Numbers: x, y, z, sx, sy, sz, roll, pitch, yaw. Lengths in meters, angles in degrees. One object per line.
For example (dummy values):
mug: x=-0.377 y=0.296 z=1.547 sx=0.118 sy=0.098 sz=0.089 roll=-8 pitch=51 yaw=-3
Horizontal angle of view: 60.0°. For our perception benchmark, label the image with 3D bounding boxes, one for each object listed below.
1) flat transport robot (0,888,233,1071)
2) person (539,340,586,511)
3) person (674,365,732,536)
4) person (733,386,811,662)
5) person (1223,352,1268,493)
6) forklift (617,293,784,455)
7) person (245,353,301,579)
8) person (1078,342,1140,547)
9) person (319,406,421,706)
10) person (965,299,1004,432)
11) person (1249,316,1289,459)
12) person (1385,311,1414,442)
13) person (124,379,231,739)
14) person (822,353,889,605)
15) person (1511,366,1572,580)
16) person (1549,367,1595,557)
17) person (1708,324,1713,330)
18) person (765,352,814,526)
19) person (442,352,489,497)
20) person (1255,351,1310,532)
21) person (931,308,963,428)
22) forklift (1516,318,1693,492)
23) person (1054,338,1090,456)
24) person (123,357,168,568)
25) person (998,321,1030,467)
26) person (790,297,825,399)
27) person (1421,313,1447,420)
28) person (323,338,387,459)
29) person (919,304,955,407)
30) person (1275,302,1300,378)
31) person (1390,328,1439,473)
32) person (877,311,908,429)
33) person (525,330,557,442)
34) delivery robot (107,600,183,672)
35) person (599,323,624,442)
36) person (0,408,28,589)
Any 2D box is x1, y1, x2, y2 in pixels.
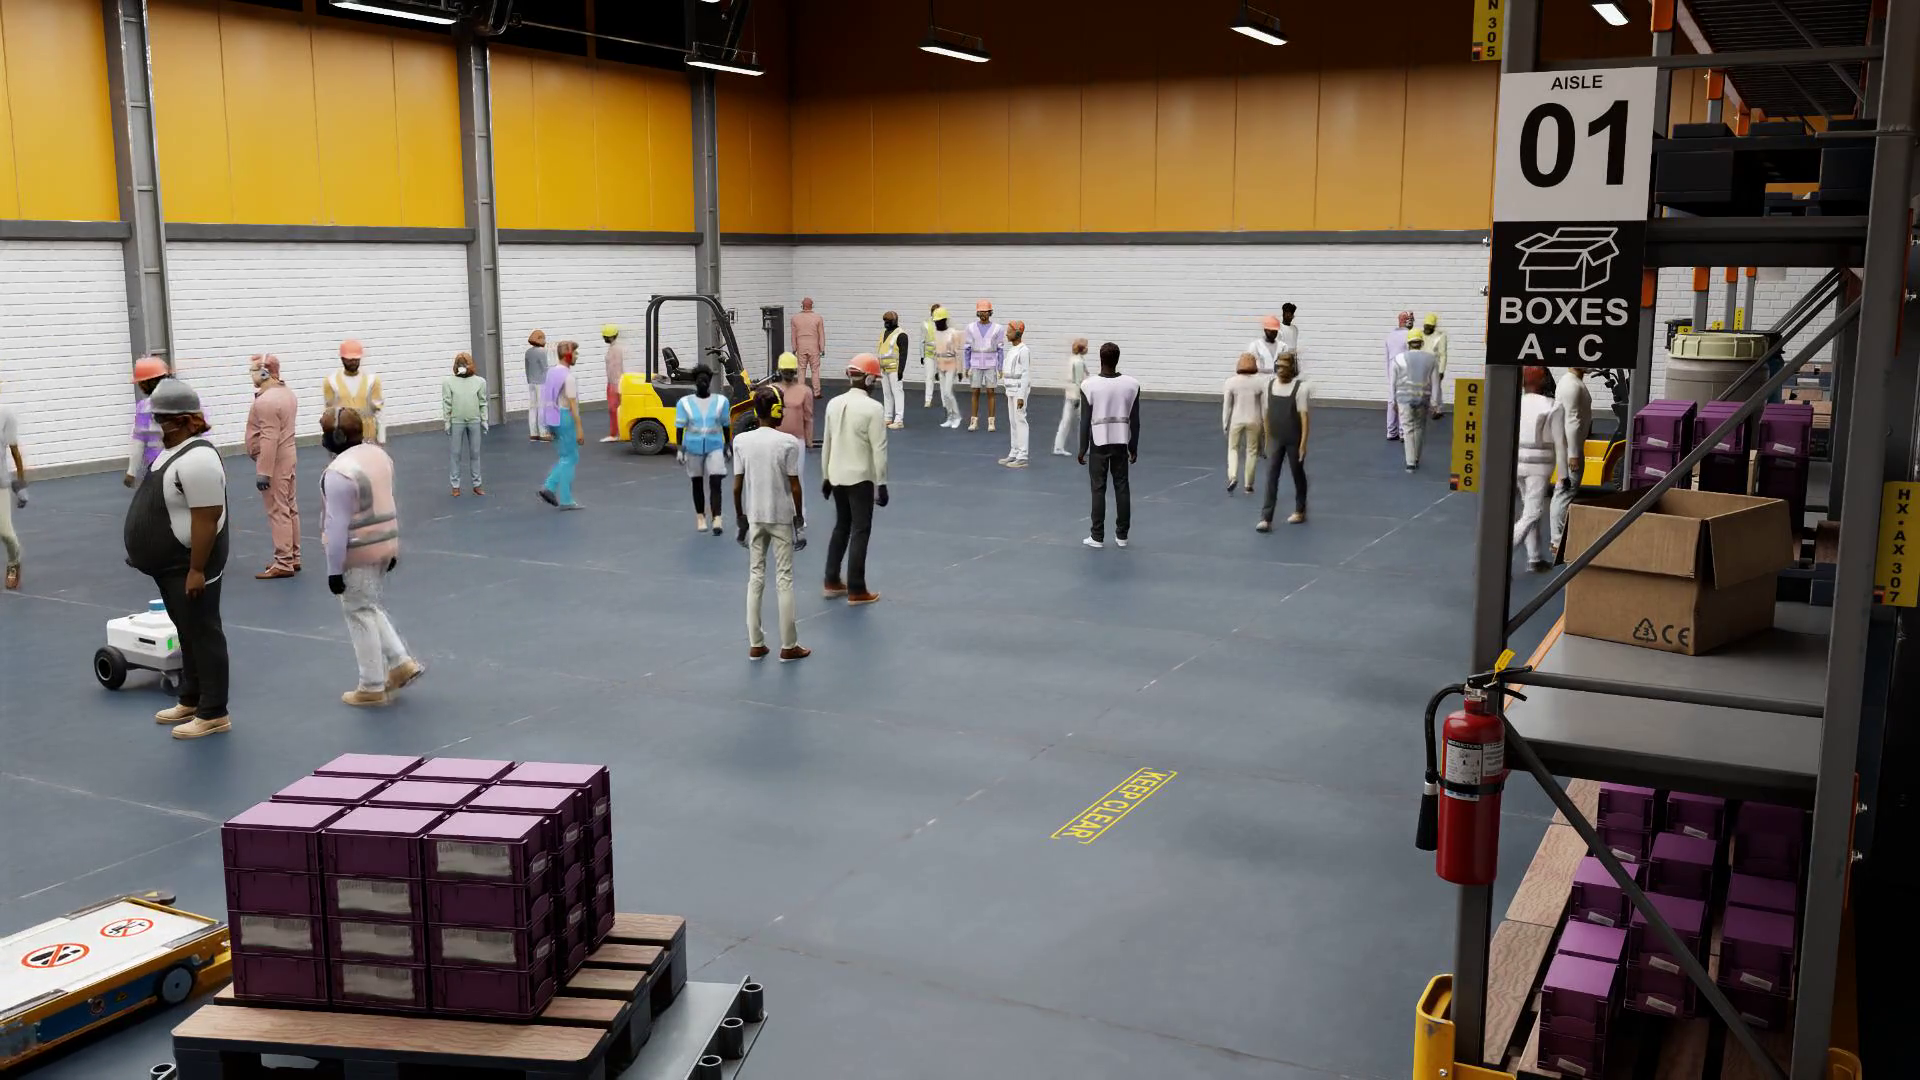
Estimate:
flat transport robot: x=-3.284 y=1.601 z=5.923 sx=0.652 sy=0.197 sz=1.431 roll=5 pitch=11 yaw=27
person: x=-4.204 y=-1.207 z=17.688 sx=0.439 sy=1.825 sz=0.599 roll=-6 pitch=12 yaw=-32
person: x=-2.485 y=-0.858 z=16.128 sx=0.556 sy=1.652 sz=0.846 roll=-2 pitch=10 yaw=-10
person: x=-1.275 y=-0.107 z=11.211 sx=0.518 sy=1.865 sz=0.330 roll=3 pitch=10 yaw=18
person: x=3.259 y=-1.325 z=18.945 sx=0.521 sy=1.628 sz=0.427 roll=2 pitch=10 yaw=12
forklift: x=-3.588 y=-2.317 z=23.042 sx=2.313 sy=2.155 sz=1.214 roll=-1 pitch=10 yaw=-5
person: x=-5.833 y=-0.630 z=14.105 sx=0.409 sy=1.910 sz=0.640 roll=-1 pitch=10 yaw=-7
person: x=1.395 y=-0.883 z=15.548 sx=0.596 sy=1.916 sz=0.386 roll=-3 pitch=10 yaw=-14
person: x=-3.628 y=0.106 z=10.058 sx=0.435 sy=1.835 sz=0.668 roll=1 pitch=10 yaw=9
person: x=0.368 y=-2.681 z=25.588 sx=0.605 sy=2.045 sz=0.377 roll=2 pitch=10 yaw=9
person: x=4.185 y=-2.038 z=22.256 sx=0.557 sy=1.896 sz=0.894 roll=-3 pitch=10 yaw=-16
person: x=6.469 y=-2.375 z=24.212 sx=0.406 sy=1.911 sz=0.636 roll=-4 pitch=11 yaw=-21
person: x=-4.459 y=0.101 z=9.492 sx=0.538 sy=2.000 sz=0.684 roll=-7 pitch=12 yaw=-36
person: x=-0.797 y=-0.486 z=13.113 sx=0.654 sy=1.967 sz=0.501 roll=10 pitch=14 yaw=44
person: x=4.800 y=-0.587 z=14.058 sx=0.924 sy=1.848 sz=0.576 roll=-6 pitch=12 yaw=-32
person: x=5.533 y=-0.805 z=15.031 sx=0.372 sy=1.940 sz=0.629 roll=3 pitch=10 yaw=17
person: x=9.022 y=-1.643 z=19.975 sx=0.651 sy=1.906 sz=0.401 roll=1 pitch=10 yaw=6
person: x=-1.739 y=-1.017 z=16.806 sx=0.529 sy=1.779 sz=0.351 roll=-1 pitch=10 yaw=-7
person: x=-5.594 y=-1.309 z=18.832 sx=0.498 sy=1.633 sz=0.282 roll=-5 pitch=11 yaw=-26
person: x=3.260 y=-0.997 z=16.602 sx=0.519 sy=1.787 sz=1.019 roll=6 pitch=12 yaw=33
person: x=-0.219 y=-2.692 z=26.111 sx=0.534 sy=1.890 sz=0.618 roll=-9 pitch=13 yaw=-42
forklift: x=7.066 y=-1.601 z=18.899 sx=2.313 sy=2.155 sz=1.214 roll=5 pitch=11 yaw=27
person: x=1.667 y=-1.925 z=22.509 sx=0.846 sy=1.597 sz=0.517 roll=-2 pitch=10 yaw=-12
person: x=-6.777 y=-0.621 z=14.201 sx=0.990 sy=1.876 sz=0.533 roll=2 pitch=10 yaw=10
person: x=0.721 y=-1.874 z=21.383 sx=0.356 sy=1.883 sz=0.573 roll=-3 pitch=10 yaw=-16
person: x=-2.854 y=-3.610 z=31.359 sx=0.652 sy=1.908 sz=0.409 roll=1 pitch=10 yaw=7
person: x=7.646 y=-2.805 z=27.099 sx=0.632 sy=1.779 sz=0.950 roll=7 pitch=12 yaw=37
person: x=-6.016 y=-1.052 z=16.568 sx=0.554 sy=1.930 sz=0.622 roll=-4 pitch=11 yaw=-24
person: x=-0.405 y=-3.276 z=29.618 sx=0.637 sy=1.842 sz=0.429 roll=0 pitch=10 yaw=0
person: x=5.193 y=-2.808 z=26.583 sx=0.603 sy=1.954 sz=0.381 roll=-7 pitch=12 yaw=-35
person: x=5.718 y=-1.773 z=21.051 sx=0.586 sy=1.788 sz=0.869 roll=0 pitch=10 yaw=2
person: x=-1.081 y=-2.670 z=26.120 sx=0.429 sy=1.841 sz=0.625 roll=-8 pitch=12 yaw=-38
person: x=-6.139 y=-2.247 z=24.258 sx=0.499 sy=1.633 sz=0.281 roll=8 pitch=13 yaw=40
delivery robot: x=-5.049 y=0.621 z=10.504 sx=0.707 sy=0.478 sz=0.477 roll=6 pitch=12 yaw=32
person: x=-4.956 y=-2.269 z=24.069 sx=0.480 sy=1.736 sz=0.545 roll=-5 pitch=11 yaw=-29
person: x=-7.719 y=-0.445 z=13.238 sx=0.521 sy=1.847 sz=0.841 roll=-4 pitch=11 yaw=-21
